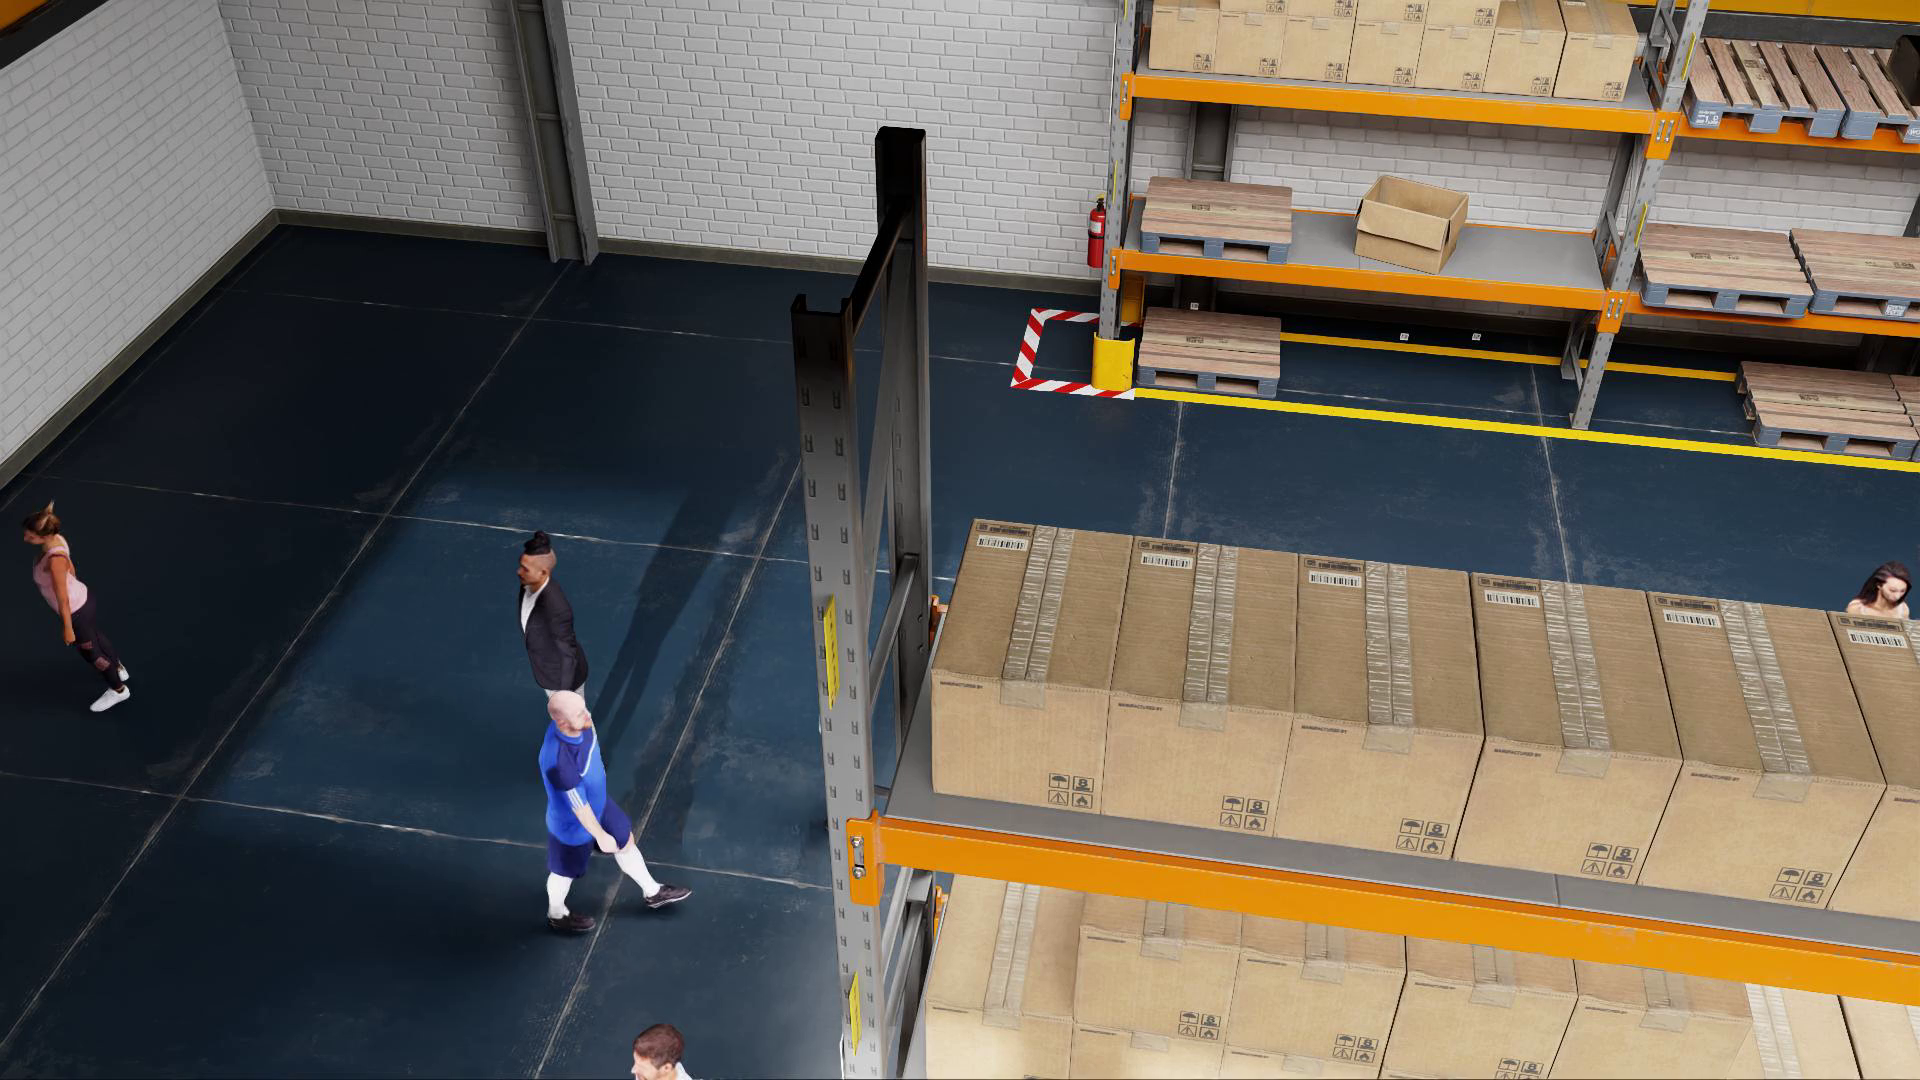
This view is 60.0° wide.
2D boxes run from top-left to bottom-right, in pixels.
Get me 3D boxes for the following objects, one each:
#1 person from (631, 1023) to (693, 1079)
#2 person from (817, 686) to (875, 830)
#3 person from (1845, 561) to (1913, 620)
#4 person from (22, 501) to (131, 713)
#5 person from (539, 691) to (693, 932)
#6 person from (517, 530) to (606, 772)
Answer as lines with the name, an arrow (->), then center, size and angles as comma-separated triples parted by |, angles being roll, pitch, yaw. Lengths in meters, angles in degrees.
person -> -1.223, 2.831, 7.701 | 1.048, 1.849, 1.018 | -27, 46, -29
person -> -0.685, 1.085, 9.990 | 0.542, 1.721, 0.640 | 9, 40, 12
person -> 5.580, 0.803, 10.396 | 0.613, 1.654, 0.650 | -18, 42, -21
person -> -5.784, 0.413, 10.893 | 0.741, 1.644, 0.784 | -7, 39, -9
person -> -2.218, 1.554, 9.337 | 1.095, 1.801, 0.768 | 3, 39, 3
person -> -2.475, 0.740, 10.239 | 0.846, 1.948, 0.786 | -23, 44, -26
